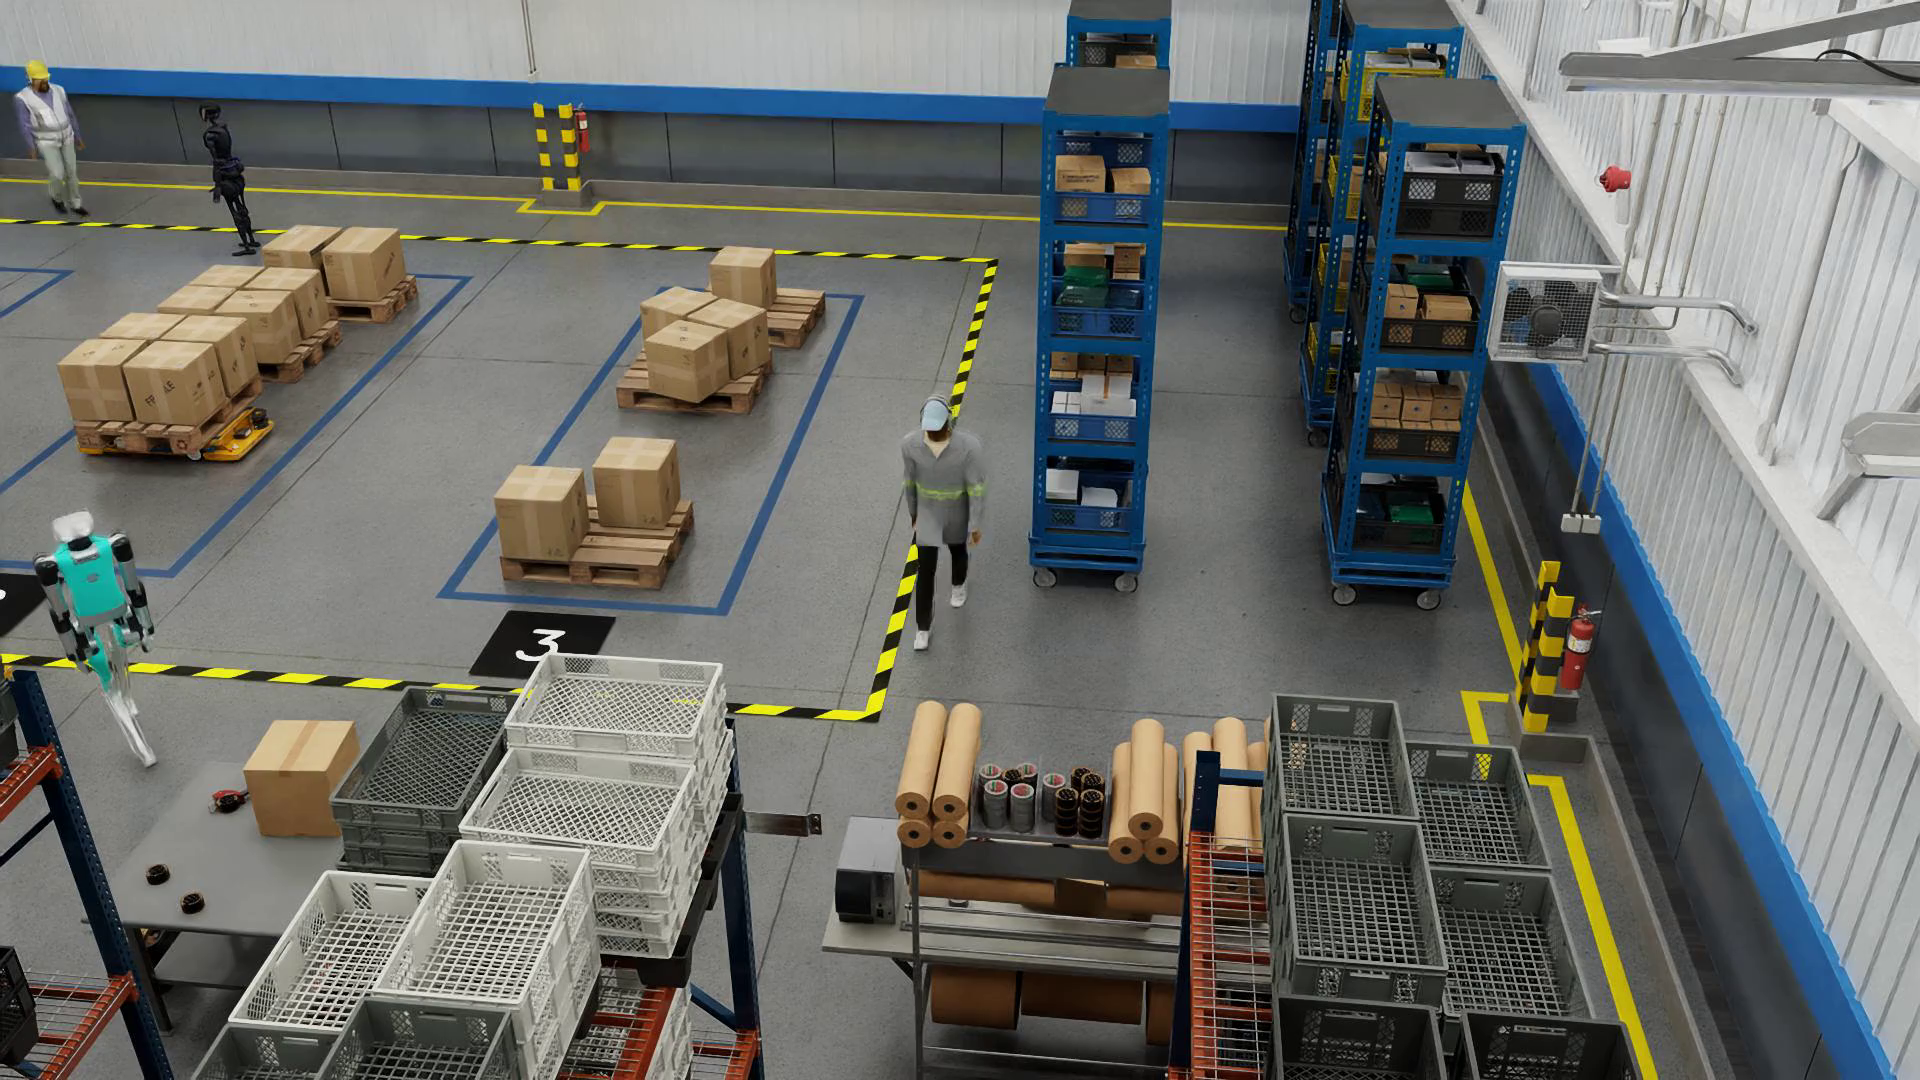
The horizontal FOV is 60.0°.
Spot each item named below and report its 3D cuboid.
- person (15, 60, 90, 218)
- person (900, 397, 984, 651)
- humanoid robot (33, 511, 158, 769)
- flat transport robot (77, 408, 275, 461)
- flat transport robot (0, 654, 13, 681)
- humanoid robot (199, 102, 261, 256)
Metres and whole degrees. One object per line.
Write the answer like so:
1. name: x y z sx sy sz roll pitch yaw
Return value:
1. person: -10.313 -4.561 18.964 0.430 1.818 0.616 17 34 27
2. person: -0.118 -0.192 11.489 0.593 1.797 0.959 5 31 8
3. humanoid robot: -5.355 0.533 10.356 0.539 1.770 1.038 -22 37 -32
4. flat transport robot: -6.728 -0.944 14.268 1.431 0.197 0.652 3 30 6
5. flat transport robot: -7.142 0.969 11.010 1.431 0.231 0.659 3 30 6
6. humanoid robot: -7.919 -3.910 17.972 0.315 1.659 0.599 -2 30 -4
